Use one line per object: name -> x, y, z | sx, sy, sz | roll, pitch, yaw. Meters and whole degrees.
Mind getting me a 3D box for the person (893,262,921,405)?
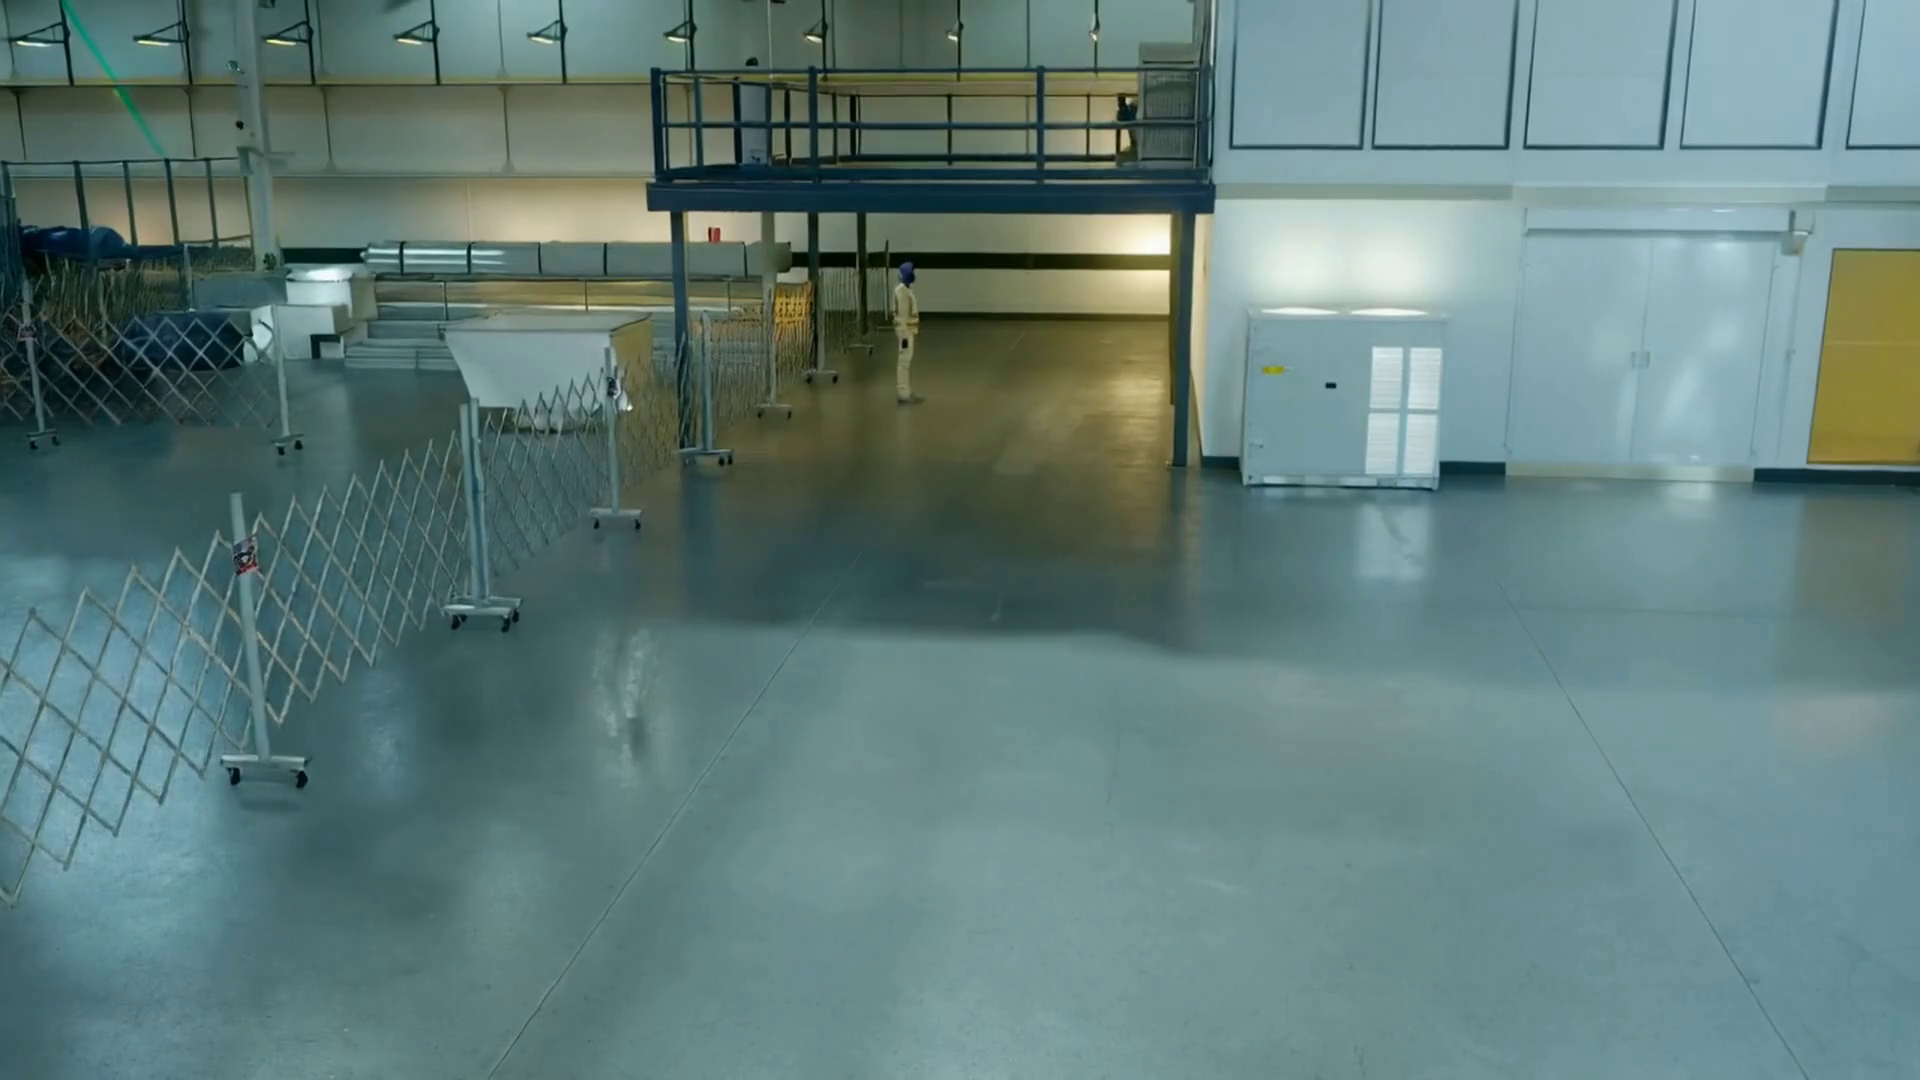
person -> -0.704, -2.740, 22.069 | 0.355, 1.885, 0.574 | 2, 14, 6
